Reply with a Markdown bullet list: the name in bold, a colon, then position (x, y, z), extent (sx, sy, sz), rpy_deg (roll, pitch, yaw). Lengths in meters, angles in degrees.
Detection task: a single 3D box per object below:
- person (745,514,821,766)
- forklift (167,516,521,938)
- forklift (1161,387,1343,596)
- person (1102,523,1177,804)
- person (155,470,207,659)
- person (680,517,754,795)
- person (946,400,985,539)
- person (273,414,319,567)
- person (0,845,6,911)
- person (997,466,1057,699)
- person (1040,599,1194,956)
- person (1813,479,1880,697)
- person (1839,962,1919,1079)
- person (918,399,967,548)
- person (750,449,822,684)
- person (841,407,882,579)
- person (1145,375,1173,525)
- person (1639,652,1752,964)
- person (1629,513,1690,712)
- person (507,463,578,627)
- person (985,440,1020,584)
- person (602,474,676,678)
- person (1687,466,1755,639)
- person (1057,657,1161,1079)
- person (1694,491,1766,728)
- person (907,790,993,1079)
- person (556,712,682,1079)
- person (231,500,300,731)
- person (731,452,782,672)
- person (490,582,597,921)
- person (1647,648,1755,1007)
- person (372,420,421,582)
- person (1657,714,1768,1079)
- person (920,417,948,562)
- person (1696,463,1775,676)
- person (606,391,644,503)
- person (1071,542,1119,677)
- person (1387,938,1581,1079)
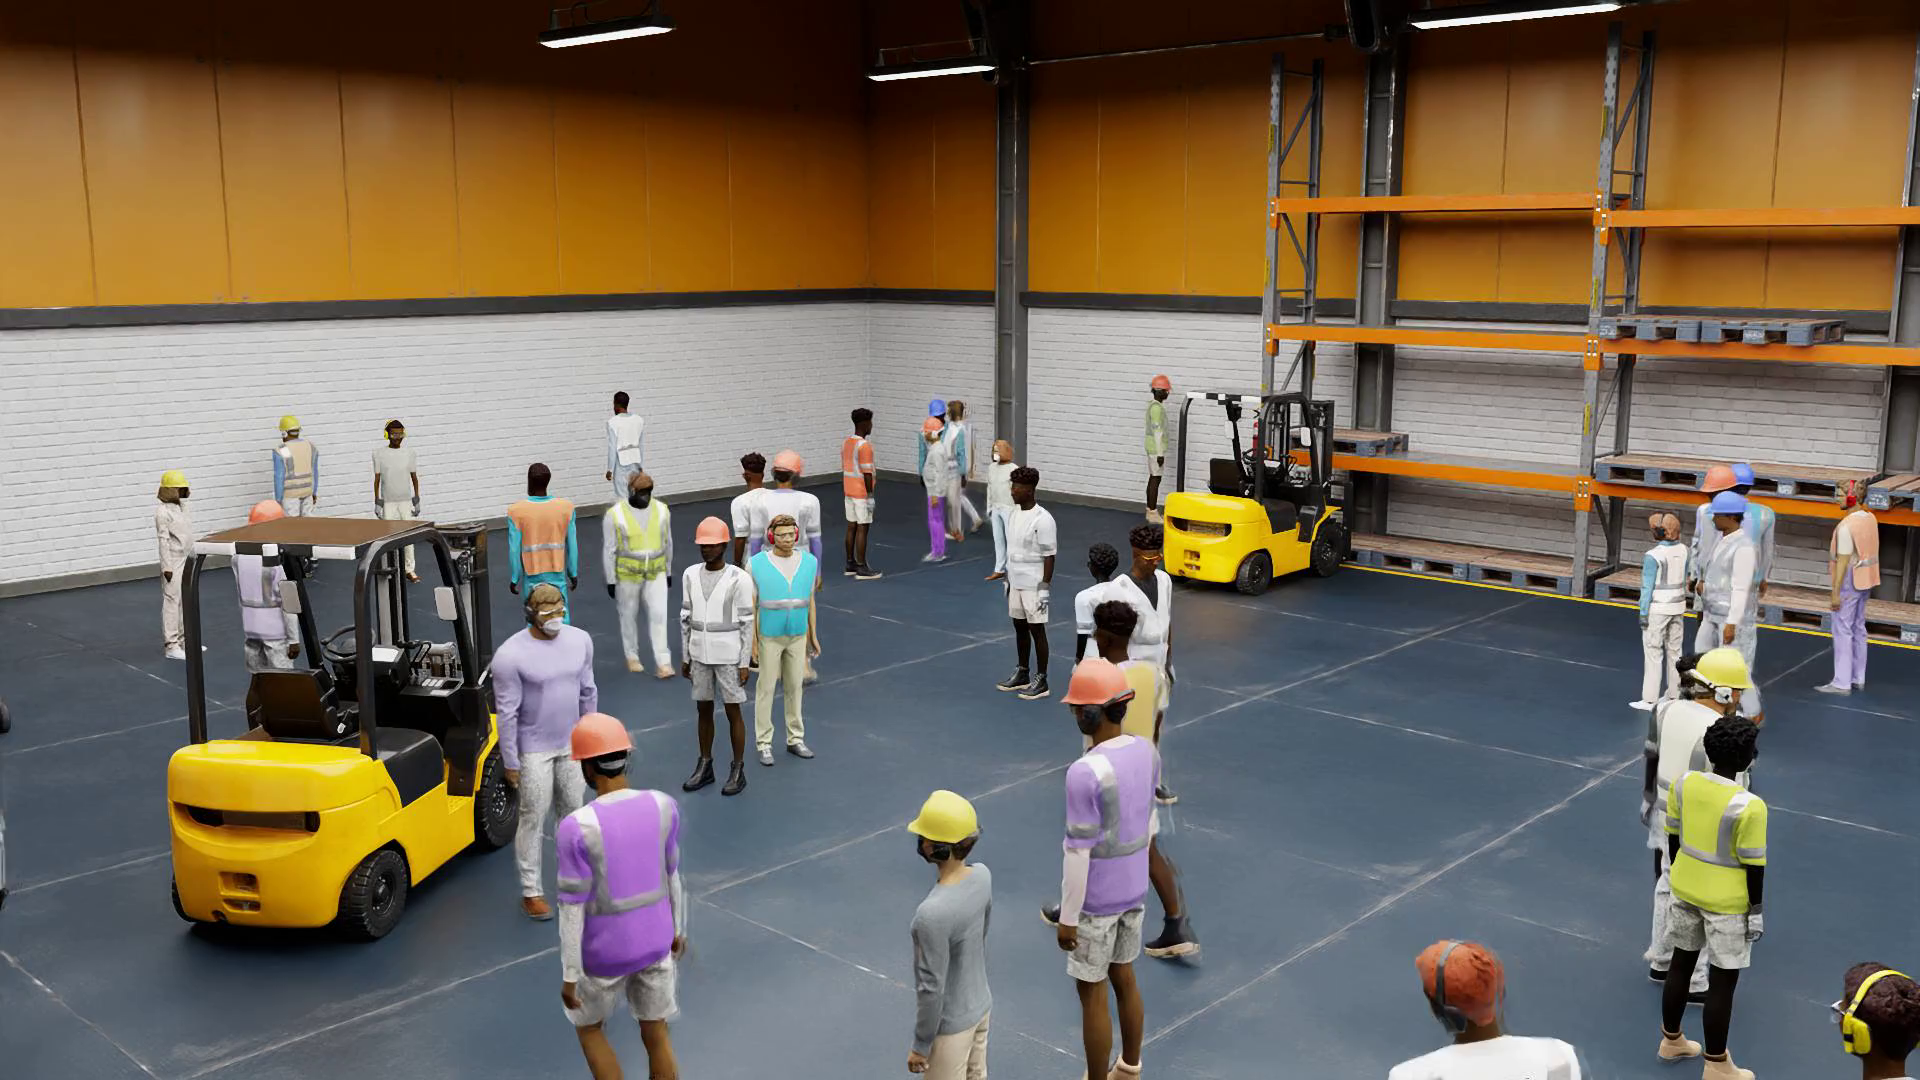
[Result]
- **person**: position (-1.306, 0.714, 12.230), extent (0.563, 1.847, 0.392), rpy_deg (-6, 12, -30)
- **forklift**: position (-3.583, 0.976, 9.748), extent (1.214, 2.155, 2.313), rpy_deg (2, 10, 11)
- **forklift**: position (3.298, -0.608, 18.767), extent (1.214, 2.155, 2.313), rpy_deg (9, 13, 42)
- **person**: position (1.216, 0.850, 11.172), extent (0.616, 1.951, 0.388), rpy_deg (-9, 13, -42)
- **person**: position (-7.202, 0.217, 15.353), extent (0.310, 1.743, 0.493), rpy_deg (0, 10, 2)
- **person**: position (-1.692, 0.796, 11.494), extent (0.550, 1.942, 0.346), rpy_deg (4, 11, 20)
- **person**: position (0.000, -0.900, 21.482), extent (0.467, 1.827, 0.499), rpy_deg (6, 12, 31)
- **person**: position (-7.798, -0.558, 19.510), extent (0.404, 1.834, 0.589), rpy_deg (6, 12, 30)
- **person**: position (-4.683, 1.537, 7.463), extent (0.602, 1.882, 0.807), rpy_deg (1, 10, 5)
- **person**: position (0.562, 0.348, 13.970), extent (0.361, 1.964, 0.616), rpy_deg (-6, 12, -30)
- **person**: position (0.871, 1.263, 8.908), extent (0.619, 1.930, 0.991), rpy_deg (-9, 13, -41)
- **person**: position (7.531, 0.404, 14.039), extent (0.562, 1.835, 0.385), rpy_deg (-8, 13, -39)
- **person**: position (2.461, 2.060, 4.543), extent (0.512, 1.862, 0.322), rpy_deg (-2, 10, -9)
- **person**: position (-0.223, -0.866, 21.118), extent (0.625, 1.901, 0.787), rpy_deg (0, 10, 3)
- **person**: position (-1.496, 0.231, 14.435), extent (0.615, 2.040, 0.393), rpy_deg (0, 10, 1)
- **person**: position (-1.138, -0.542, 19.040), extent (0.361, 1.963, 0.612), rpy_deg (-6, 11, -29)
- **person**: position (2.719, -1.236, 22.770), extent (0.368, 2.046, 0.608), rpy_deg (0, 10, 0)
- **person**: position (3.881, 1.401, 8.795), extent (0.519, 1.679, 0.537), rpy_deg (-9, 14, -42)
- **person**: position (5.723, 0.592, 13.551), extent (0.519, 1.633, 0.314), rpy_deg (-5, 11, -28)
- **person**: position (-3.617, 0.284, 14.469), extent (0.596, 1.921, 0.382), rpy_deg (-5, 11, -27)
- **person**: position (0.486, -0.324, 18.774), extent (0.272, 1.627, 0.502), rpy_deg (-9, 13, -41)
- **person**: position (-2.772, 0.331, 14.533), extent (0.652, 1.800, 0.921), rpy_deg (-5, 11, -27)
- **person**: position (6.469, 0.323, 14.233), extent (0.385, 1.927, 0.545), rpy_deg (-5, 11, -26)
- **person**: position (0.608, 1.509, 7.193), extent (0.410, 2.032, 0.611), rpy_deg (8, 12, 37)
- **person**: position (5.922, 0.587, 12.836), extent (0.750, 1.918, 0.665), rpy_deg (0, 10, 1)
- **person**: position (-0.043, 1.798, 6.283), extent (0.302, 1.772, 0.523), rpy_deg (4, 11, 23)
- **person**: position (-1.373, 1.640, 6.777), extent (0.612, 1.906, 0.470), rpy_deg (-8, 13, -38)
- **person**: position (-5.093, 0.663, 12.307), extent (0.544, 1.932, 0.375), rpy_deg (5, 11, 27)
- **person**: position (-1.800, 0.193, 14.861), extent (0.363, 1.962, 0.612), rpy_deg (9, 14, 43)
- **person**: position (-2.324, 1.175, 9.390), extent (0.373, 1.930, 0.631), rpy_deg (9, 14, 43)
- **person**: position (3.689, 1.424, 8.276), extent (0.403, 1.819, 0.602), rpy_deg (-2, 10, -10)
- **person**: position (-6.328, -0.427, 18.702), extent (0.509, 1.860, 0.334), rpy_deg (-6, 12, -32)
- **person**: position (3.415, 1.616, 7.524), extent (0.317, 1.695, 0.540), rpy_deg (-4, 11, -21)
- **person**: position (-0.308, -0.610, 20.047), extent (0.333, 1.753, 0.570), rpy_deg (0, 10, 0)
- **person**: position (6.612, 0.314, 14.219), extent (0.605, 1.948, 0.391), rpy_deg (1, 10, 4)
- **person**: position (-4.351, -0.975, 21.651), extent (0.387, 1.917, 0.594), rpy_deg (7, 12, 35)
- **person**: position (1.009, 0.858, 11.841), extent (0.535, 1.697, 0.318), rpy_deg (-8, 13, -39)
- **person**: position (1.521, 2.030, 4.757), extent (0.698, 1.839, 0.362), rpy_deg (-1, 10, -5)
